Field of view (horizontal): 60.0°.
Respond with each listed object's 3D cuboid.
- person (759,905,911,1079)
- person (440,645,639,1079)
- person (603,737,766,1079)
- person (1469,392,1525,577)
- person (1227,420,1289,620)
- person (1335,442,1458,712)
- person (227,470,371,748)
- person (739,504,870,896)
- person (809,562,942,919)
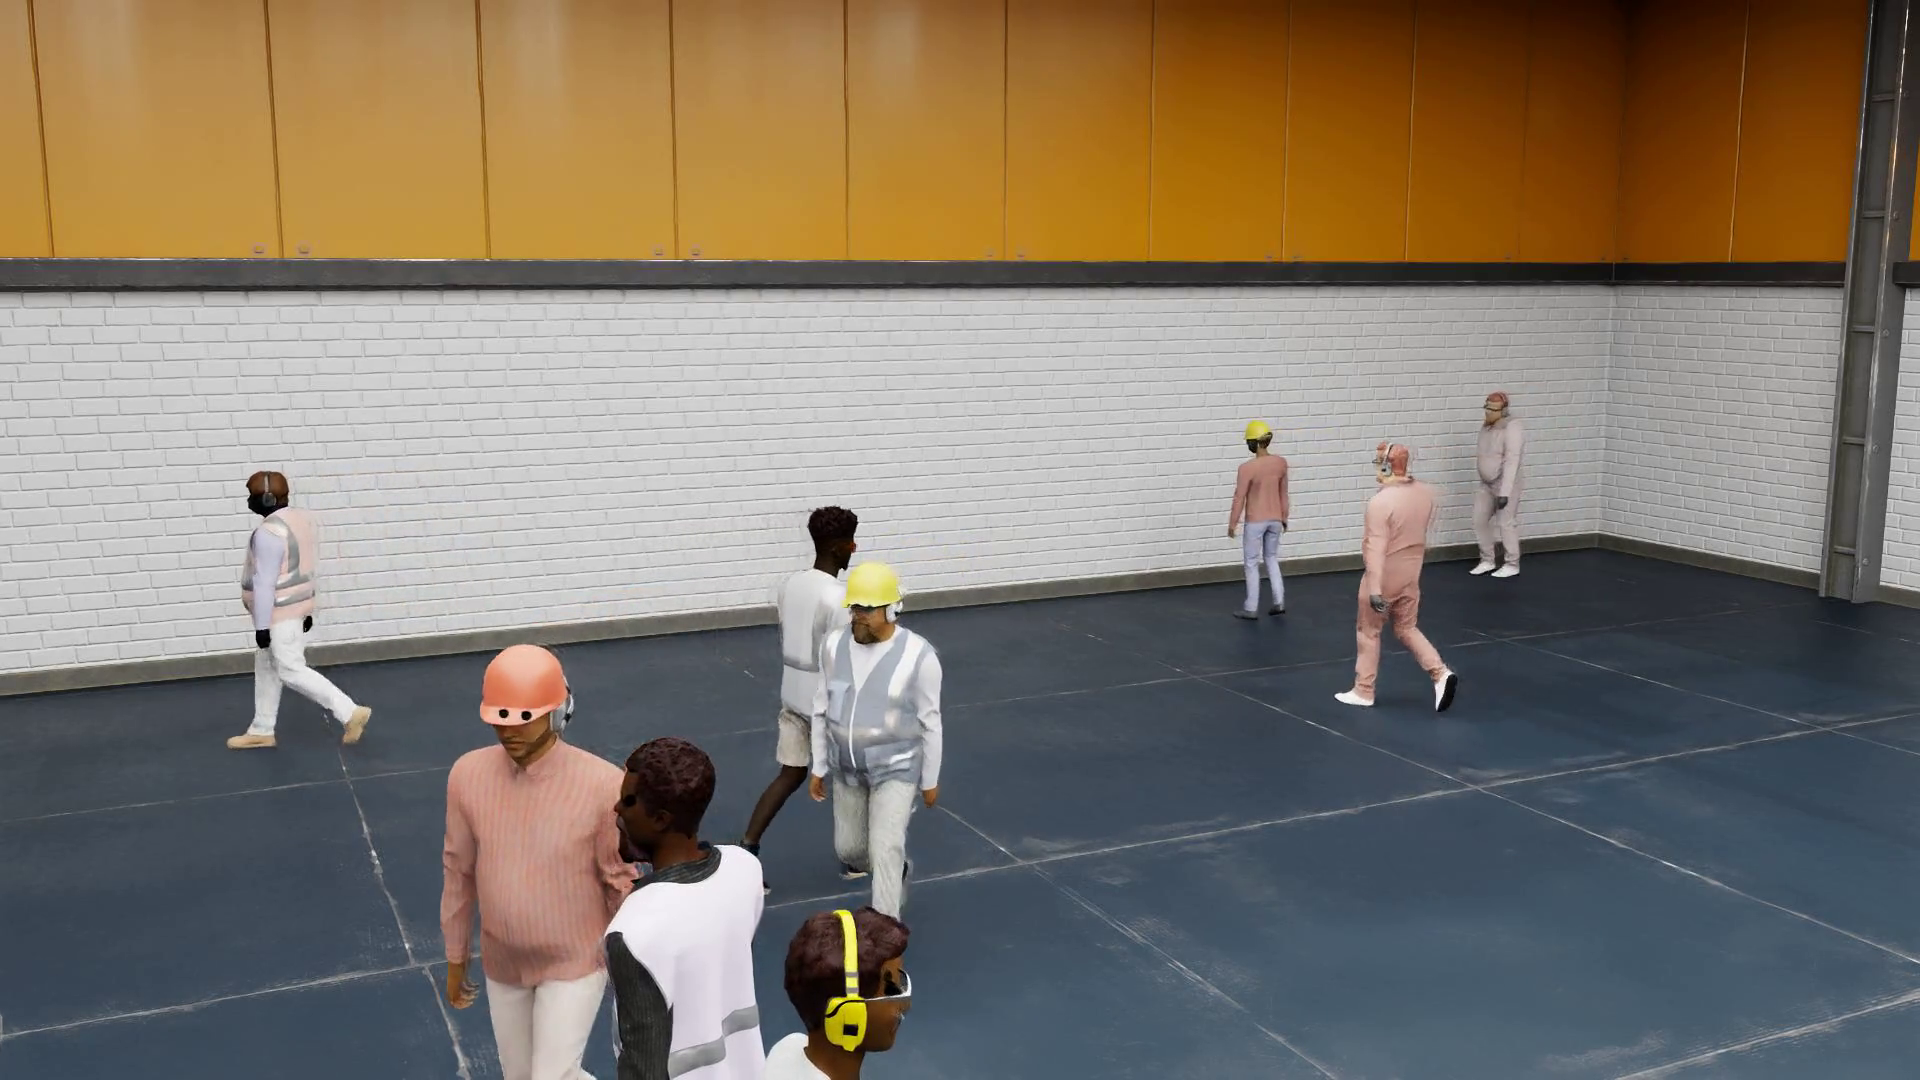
[{"bbox_3d":[-0.238,1.600,3.185,0.310,1.864,0.533,-3,10,-17],"label":"person"},{"bbox_3d":[-1.244,1.243,5.142,0.662,1.960,0.848,2,9,15],"label":"person"},{"bbox_3d":[-0.674,1.422,4.115,0.388,1.921,0.593,3,10,19],"label":"person"},{"bbox_3d":[5.342,-0.531,16.420,0.595,1.858,0.667,-3,10,-18],"label":"person"},{"bbox_3d":[2.610,-0.166,14.468,0.566,1.761,0.342,-5,10,-28],"label":"person"},{"bbox_3d":[3.017,0.263,11.427,0.646,1.882,0.789,-7,11,-36],"label":"person"},{"bbox_3d":[-4.214,0.454,10.504,0.876,1.811,0.624,-1,9,-5],"label":"person"},{"bbox_3d":[-0.754,0.784,8.115,0.956,1.928,0.633,-8,12,-41],"label":"person"},{"bbox_3d":[-0.338,0.965,7.298,0.585,1.814,0.698,5,10,26],"label":"person"}]
